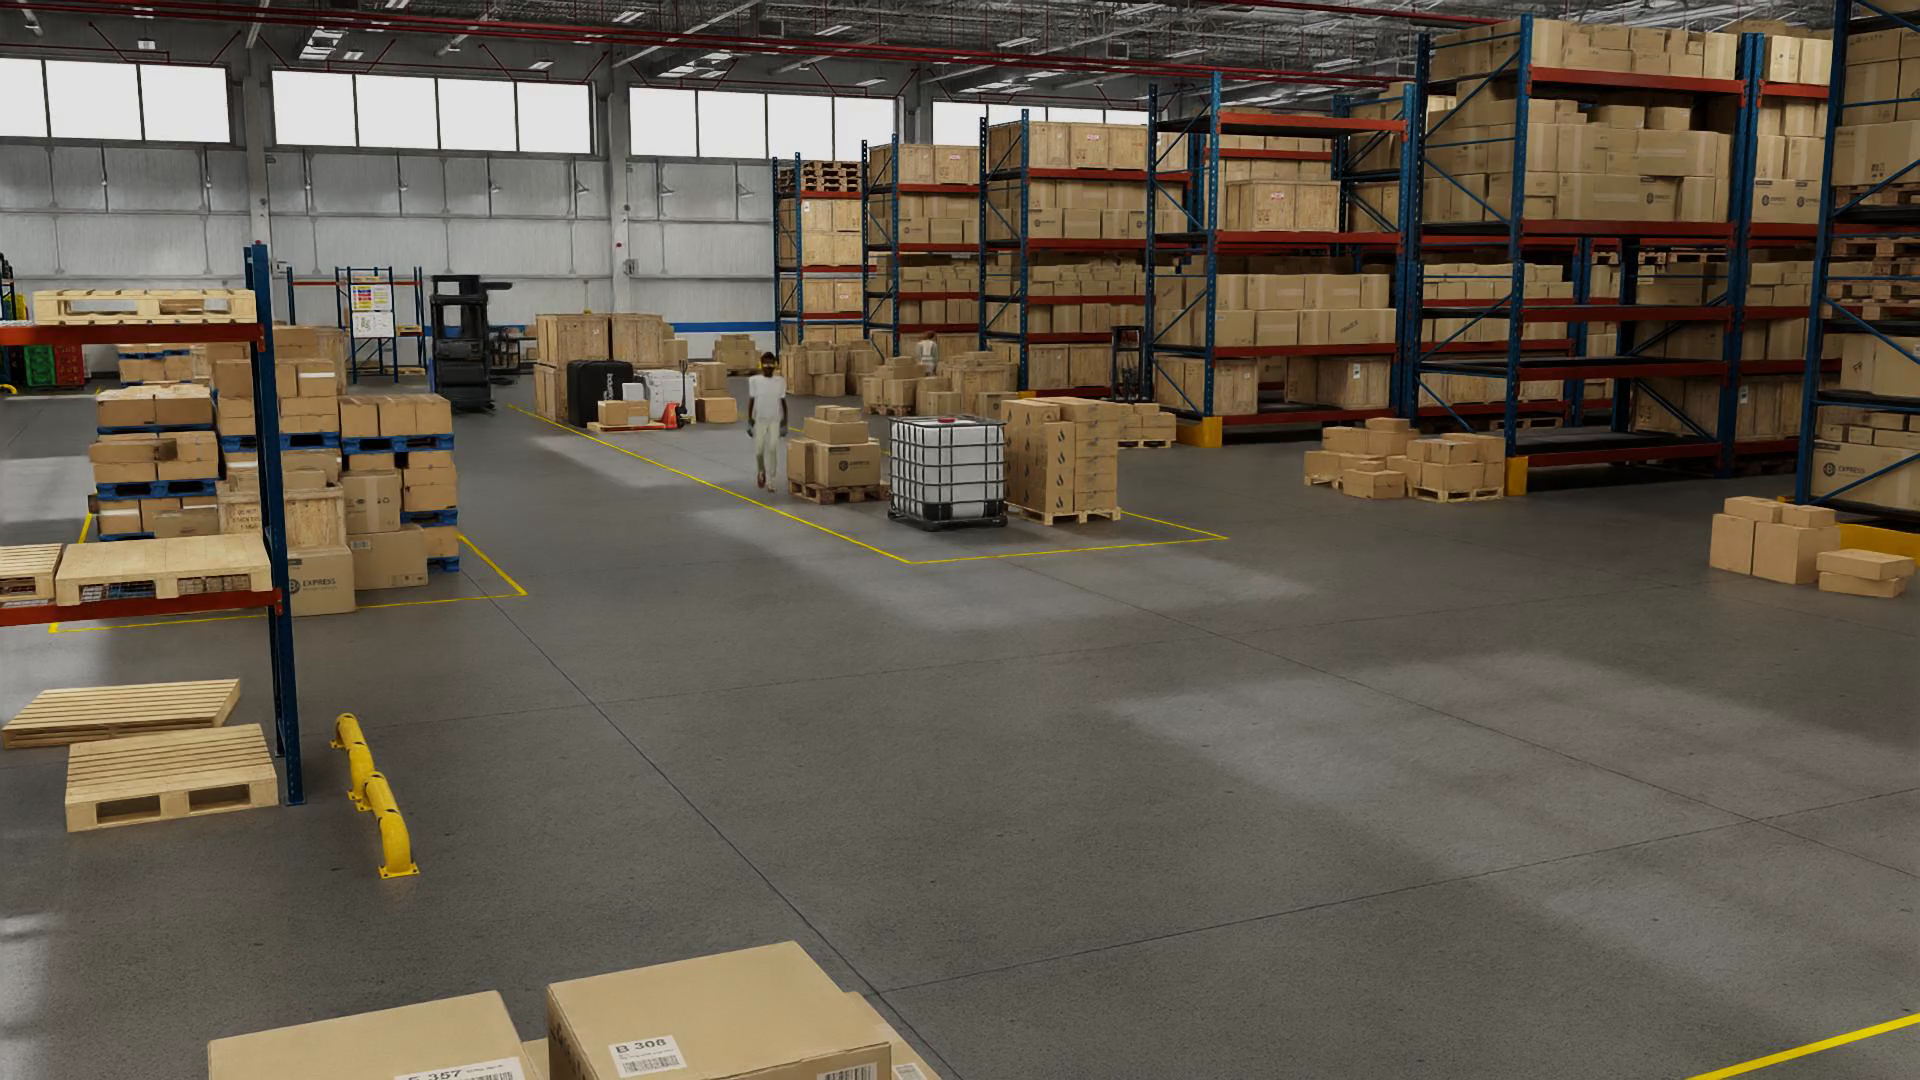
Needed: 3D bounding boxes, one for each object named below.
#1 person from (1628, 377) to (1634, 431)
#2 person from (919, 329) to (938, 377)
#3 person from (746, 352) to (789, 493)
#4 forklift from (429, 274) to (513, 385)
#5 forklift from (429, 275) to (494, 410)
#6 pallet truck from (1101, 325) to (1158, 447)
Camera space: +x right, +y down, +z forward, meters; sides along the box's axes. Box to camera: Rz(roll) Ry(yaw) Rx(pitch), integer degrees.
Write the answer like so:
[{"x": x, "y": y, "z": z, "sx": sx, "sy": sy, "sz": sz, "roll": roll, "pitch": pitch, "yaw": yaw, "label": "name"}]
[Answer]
[{"x": 12.217, "y": -2.832, "z": 29.709, "sx": 0.891, "sy": 1.882, "sz": 0.634, "roll": -3, "pitch": 10, "yaw": -17, "label": "person"}, {"x": -0.736, "y": -3.912, "z": 37.245, "sx": 0.511, "sy": 1.623, "sz": 0.667, "roll": 5, "pitch": 10, "yaw": 27, "label": "person"}, {"x": -2.518, "y": -1.535, "z": 21.773, "sx": 0.558, "sy": 1.856, "sz": 0.387, "roll": -1, "pitch": 9, "yaw": -9, "label": "person"}, {"x": -12.386, "y": -5.291, "z": 41.916, "sx": 1.873, "sy": 2.768, "sz": 1.129, "roll": -4, "pitch": 10, "yaw": -25, "label": "forklift"}, {"x": -10.521, "y": -4.149, "z": 34.826, "sx": 1.129, "sy": 2.768, "sz": 1.873, "roll": -4, "pitch": 10, "yaw": -22, "label": "forklift"}, {"x": 2.881, "y": -2.596, "z": 27.923, "sx": 0.823, "sy": 1.965, "sz": 1.885, "roll": -1, "pitch": 9, "yaw": -7, "label": "pallet truck"}]
